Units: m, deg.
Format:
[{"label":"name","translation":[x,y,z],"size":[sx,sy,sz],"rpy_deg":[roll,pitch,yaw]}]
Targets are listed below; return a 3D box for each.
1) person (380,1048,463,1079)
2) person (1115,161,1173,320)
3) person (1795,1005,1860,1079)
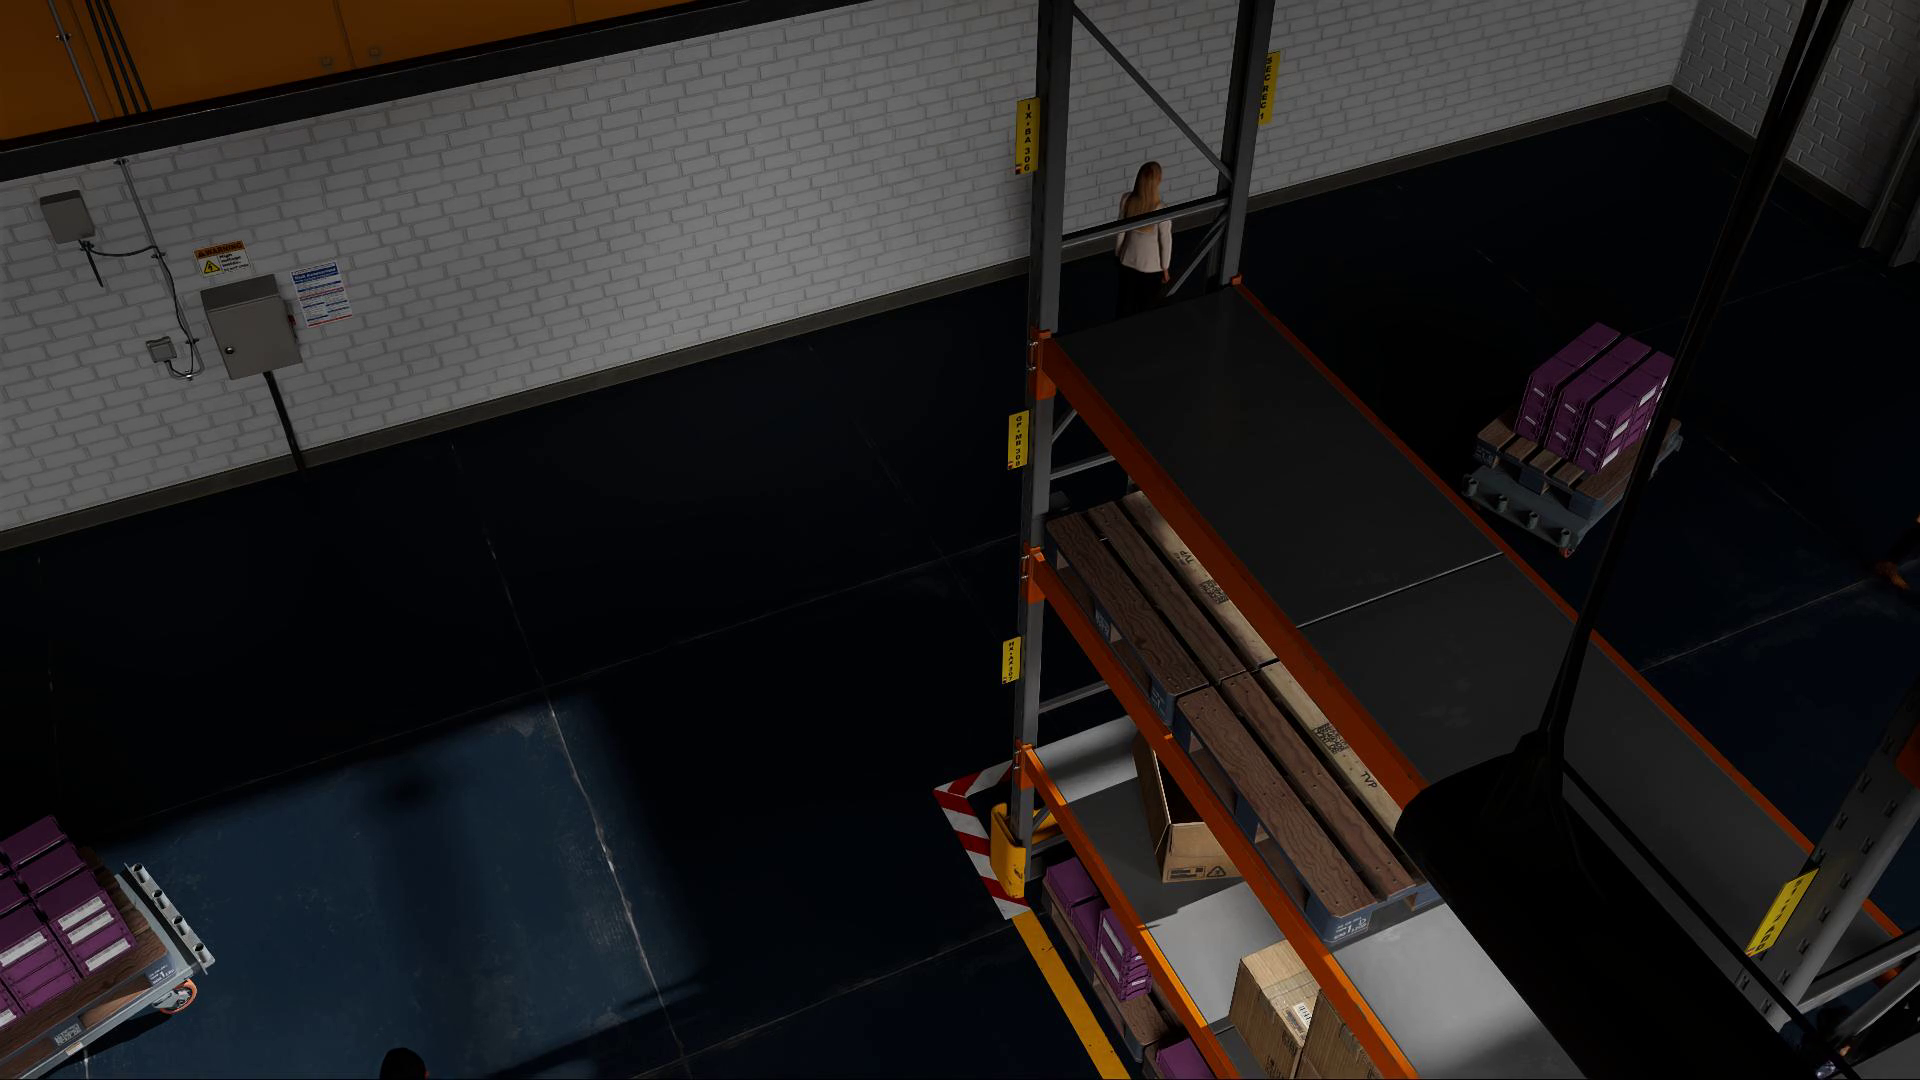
[{"label":"person","translation":[-2.447,2.914,7.858],"size":[0.631,1.775,0.526],"rpy_deg":[-21,48,-21]},{"label":"person","translation":[1.431,-2.153,13.118],"size":[0.654,1.858,0.761],"rpy_deg":[22,48,22]},{"label":"person","translation":[4.250,2.728,8.443],"size":[0.559,1.239,0.608],"rpy_deg":[-29,51,-27]}]
